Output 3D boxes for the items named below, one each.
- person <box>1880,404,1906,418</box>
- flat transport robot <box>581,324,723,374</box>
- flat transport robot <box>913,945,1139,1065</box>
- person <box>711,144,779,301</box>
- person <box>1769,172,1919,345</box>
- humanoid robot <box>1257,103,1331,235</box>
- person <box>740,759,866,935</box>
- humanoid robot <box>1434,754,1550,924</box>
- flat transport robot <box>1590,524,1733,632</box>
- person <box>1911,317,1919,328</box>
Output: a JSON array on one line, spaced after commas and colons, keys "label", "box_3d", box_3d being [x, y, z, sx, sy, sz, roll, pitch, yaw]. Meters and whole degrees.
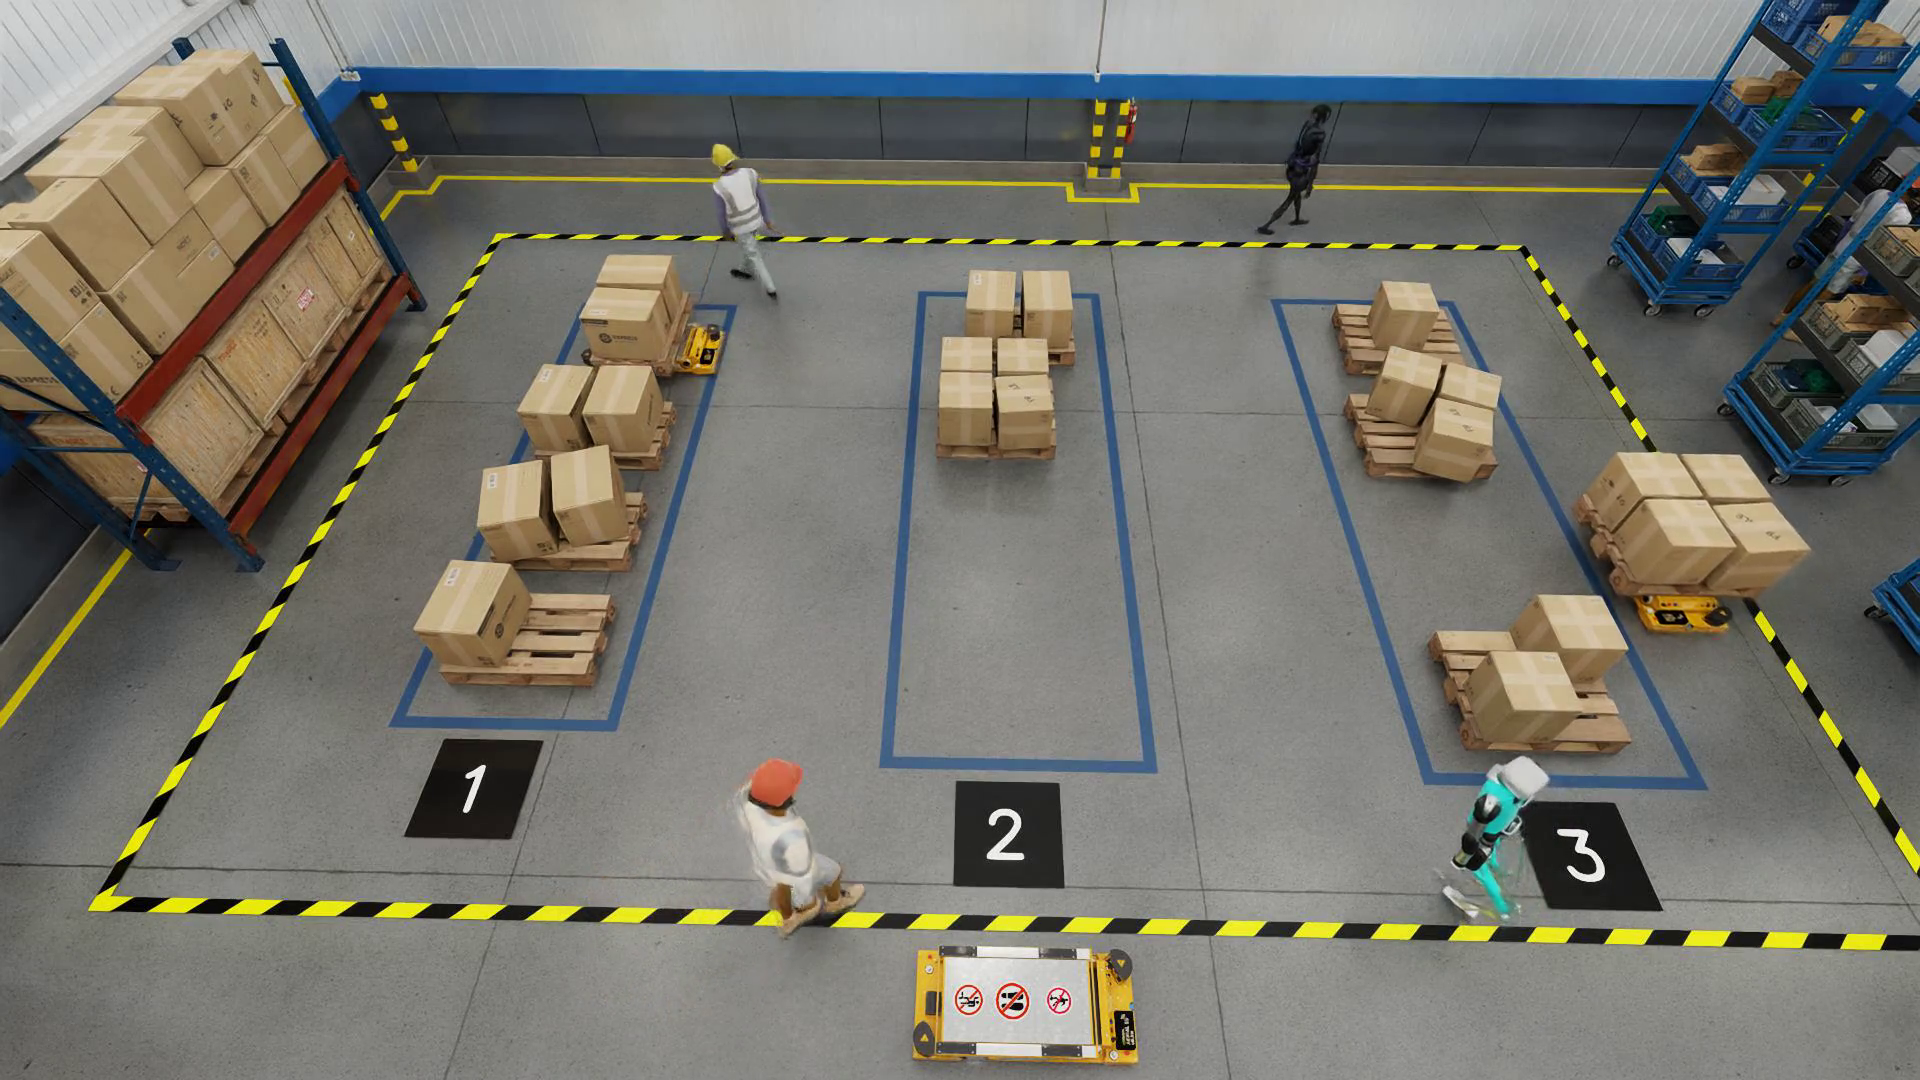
[{"label": "person", "box_3d": [9.457, -1.750, 8.974, 0.514, 1.723, 0.509, 25, 55, 19]}, {"label": "flat transport robot", "box_3d": [-3.425, -2.147, 10.218, 1.431, 0.197, 0.652, 1, 51, 1]}, {"label": "flat transport robot", "box_3d": [0.422, 3.041, 6.007, 1.431, 0.231, 0.659, 1, 51, 1]}, {"label": "person", "box_3d": [-2.440, -3.624, 10.466, 0.861, 1.789, 0.593, 31, 57, 23]}, {"label": "person", "box_3d": [9.586, -3.042, 9.823, 0.376, 2.043, 0.606, 3, 51, 3]}, {"label": "humanoid robot", "box_3d": [4.203, -4.567, 11.331, 0.780, 1.627, 0.608, -8, 51, -6]}, {"label": "person", "box_3d": [-0.991, 1.924, 5.789, 0.769, 2.014, 0.629, -34, 59, -25]}, {"label": "humanoid robot", "box_3d": [3.473, 2.053, 5.876, 0.558, 1.790, 0.803, -33, 58, -24]}, {"label": "flat transport robot", "box_3d": [6.306, 0.180, 8.321, 0.652, 0.197, 1.431, 1, 51, 1]}, {"label": "person", "box_3d": [9.290, -1.923, 9.021, 0.309, 1.868, 0.531, 12, 52, 10]}]
